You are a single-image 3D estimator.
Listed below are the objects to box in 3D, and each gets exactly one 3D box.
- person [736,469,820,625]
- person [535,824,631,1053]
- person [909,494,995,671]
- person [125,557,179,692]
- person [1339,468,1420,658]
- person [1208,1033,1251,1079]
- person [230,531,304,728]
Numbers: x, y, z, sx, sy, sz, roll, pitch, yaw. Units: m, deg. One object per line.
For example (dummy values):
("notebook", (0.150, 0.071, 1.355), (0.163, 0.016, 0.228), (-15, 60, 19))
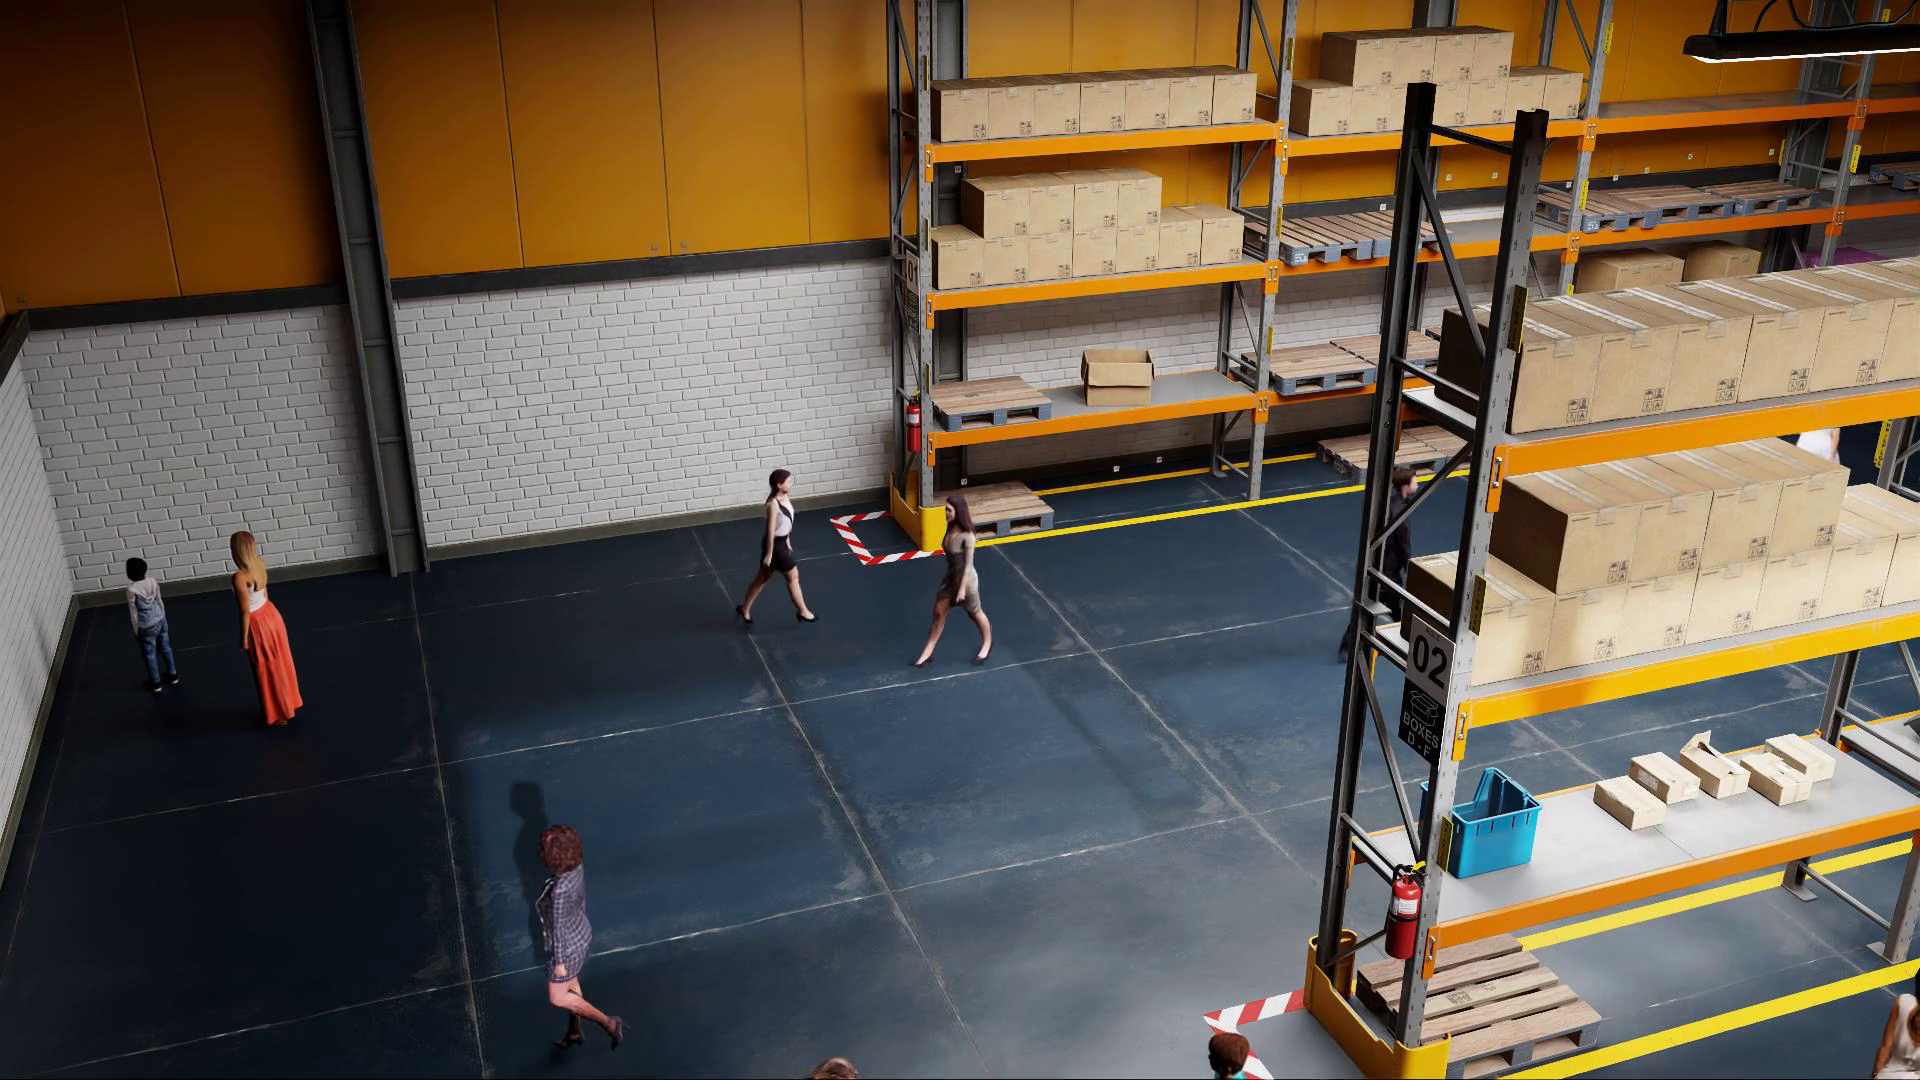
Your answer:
("person", (-1.841, 0.116, 15.919), (1.097, 1.606, 0.798), (3, 24, 7))
("person", (-2.355, 2.523, 10.310), (0.891, 1.688, 0.802), (3, 24, 6))
("person", (0.085, 0.396, 15.168), (1.162, 1.693, 0.798), (-15, 28, -30))
("person", (-7.279, 0.739, 14.927), (0.618, 1.258, 0.556), (12, 26, 25))
("person", (3.852, 0.254, 15.279), (1.278, 1.866, 0.951), (-1, 24, -1))
("person", (1.441, 3.252, 8.943), (0.615, 1.446, 0.587), (5, 24, 11))
("person", (-5.974, 0.750, 14.223), (0.736, 1.802, 0.725), (3, 24, 6))
